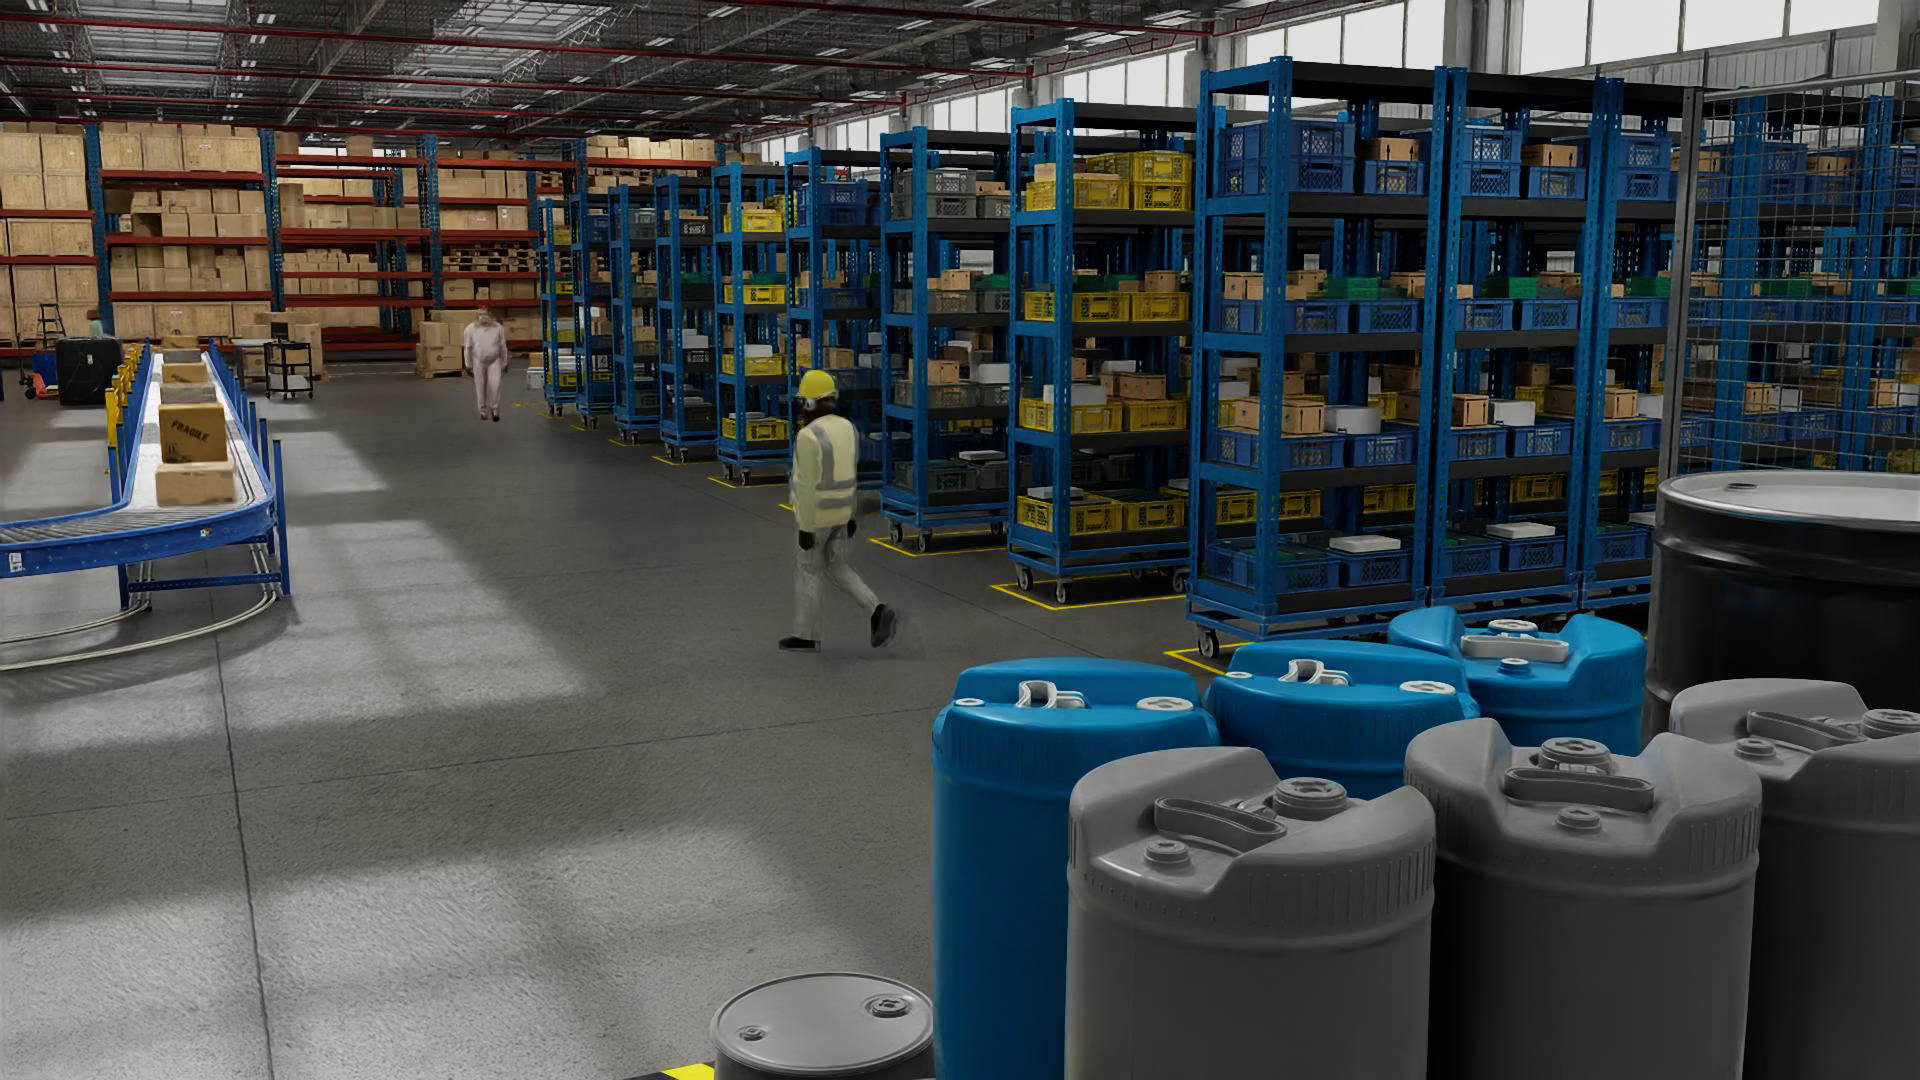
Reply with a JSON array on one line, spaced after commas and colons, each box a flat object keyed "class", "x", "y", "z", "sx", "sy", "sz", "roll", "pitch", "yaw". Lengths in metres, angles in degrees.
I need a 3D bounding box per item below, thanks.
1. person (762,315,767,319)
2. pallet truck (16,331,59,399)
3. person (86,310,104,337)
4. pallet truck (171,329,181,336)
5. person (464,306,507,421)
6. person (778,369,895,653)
[{"class": "person", "x": -4.114, "y": -4.232, "z": 35.095, "sx": 0.391, "sy": 1.991, "sz": 0.612, "roll": 4, "pitch": 10, "yaw": 22}, {"class": "pallet truck", "x": -17.082, "y": -3.353, "z": 31.781, "sx": 1.630, "sy": 1.274, "sz": 0.653, "roll": -4, "pitch": 10, "yaw": -25}, {"class": "person", "x": -19.083, "y": -4.309, "z": 36.830, "sx": 0.875, "sy": 1.576, "sz": 0.509, "roll": 0, "pitch": 9, "yaw": -2}, {"class": "pallet truck", "x": -17.275, "y": -3.851, "z": 35.096, "sx": 1.601, "sy": 1.201, "sz": 0.680, "roll": 0, "pitch": 9, "yaw": 1}, {"class": "person", "x": -7.647, "y": -2.834, "z": 26.837, "sx": 0.667, "sy": 1.856, "sz": 0.967, "roll": -3, "pitch": 10, "yaw": -19}, {"class": "person", "x": -0.801, "y": -0.164, "z": 10.427, "sx": 0.700, "sy": 1.812, "sz": 0.599, "roll": 5, "pitch": 10, "yaw": 28}]
